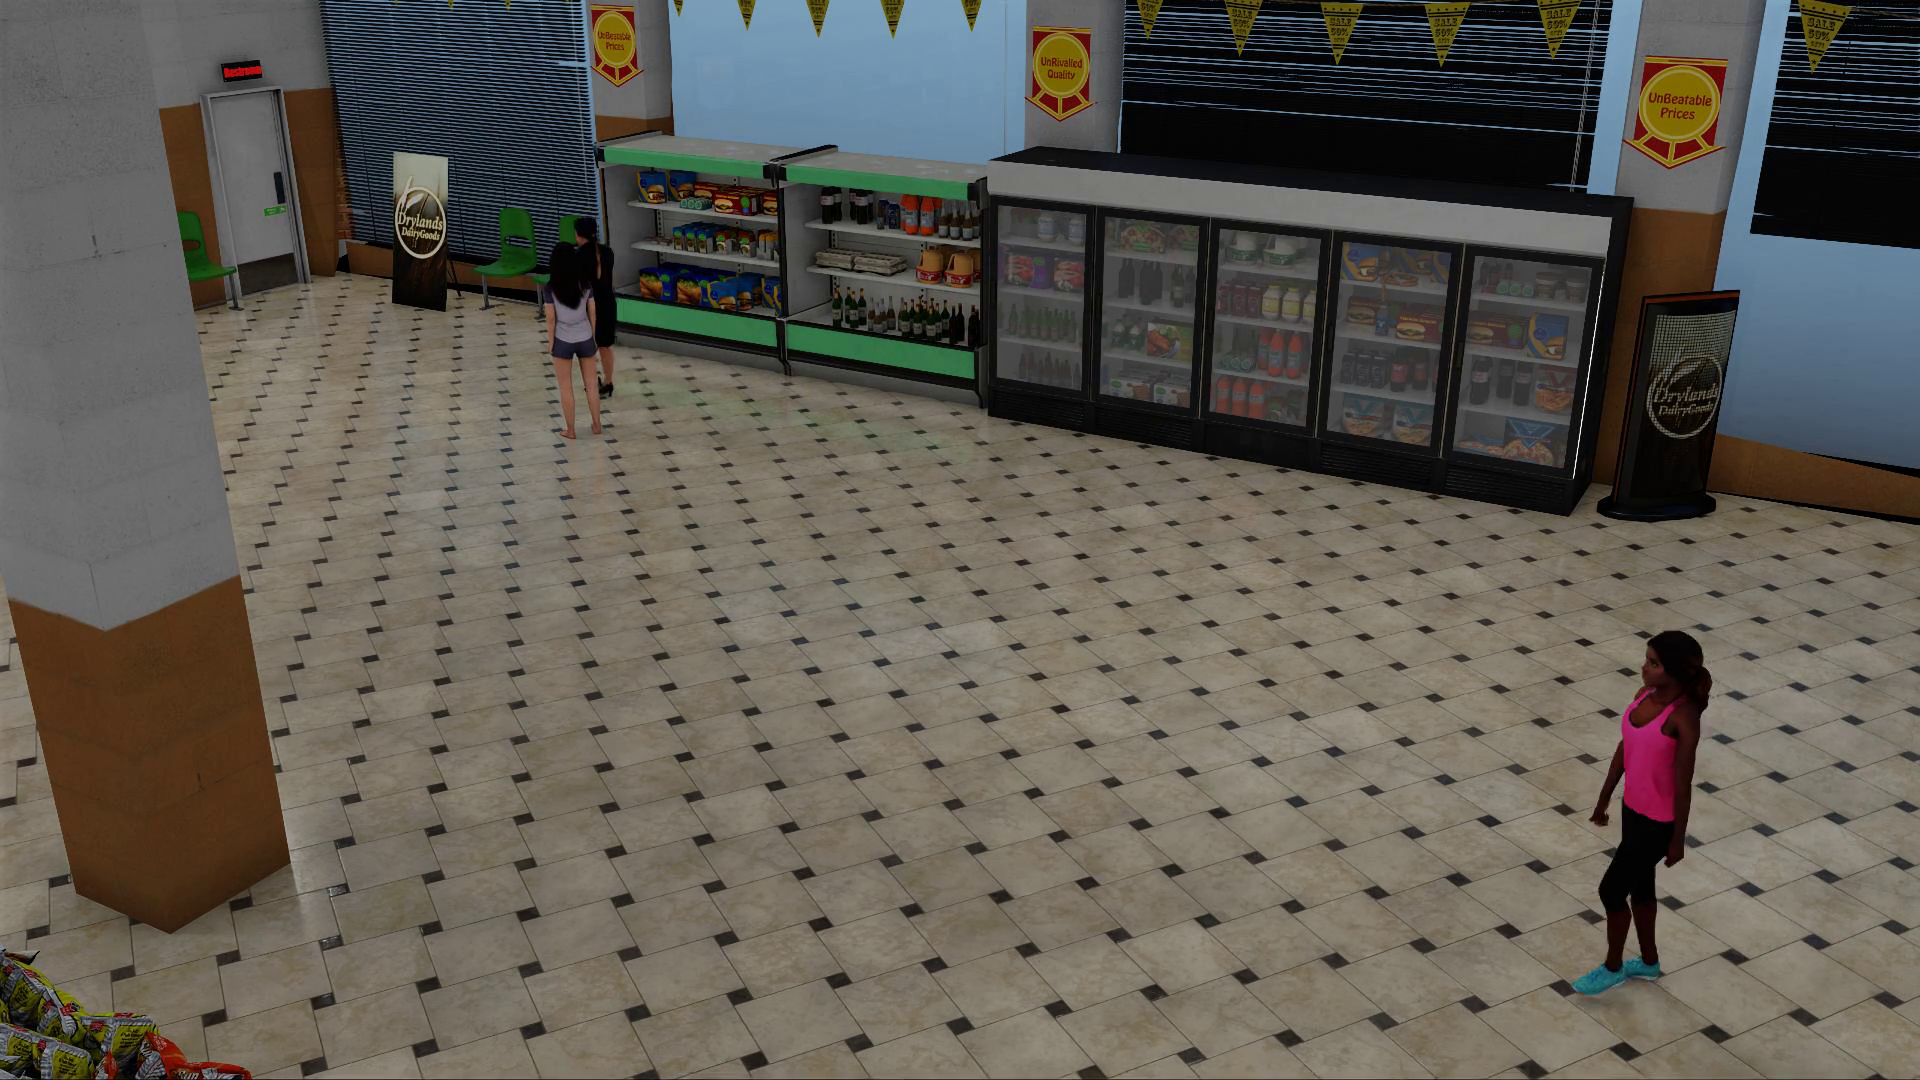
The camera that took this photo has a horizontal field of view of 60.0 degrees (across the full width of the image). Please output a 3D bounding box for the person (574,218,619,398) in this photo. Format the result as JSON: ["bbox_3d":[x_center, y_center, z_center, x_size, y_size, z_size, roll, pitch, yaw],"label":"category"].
[{"bbox_3d":[-3.317,-2.119,15.362,0.718,1.658,0.744,17,27,36],"label":"person"}]

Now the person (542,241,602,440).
[{"bbox_3d":[-3.335,-1.719,14.303,0.678,1.706,0.691,-12,25,-27],"label":"person"}]

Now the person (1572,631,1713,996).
[{"bbox_3d":[3.026,1.177,7.089,0.822,1.710,0.755,-2,22,-6],"label":"person"}]
